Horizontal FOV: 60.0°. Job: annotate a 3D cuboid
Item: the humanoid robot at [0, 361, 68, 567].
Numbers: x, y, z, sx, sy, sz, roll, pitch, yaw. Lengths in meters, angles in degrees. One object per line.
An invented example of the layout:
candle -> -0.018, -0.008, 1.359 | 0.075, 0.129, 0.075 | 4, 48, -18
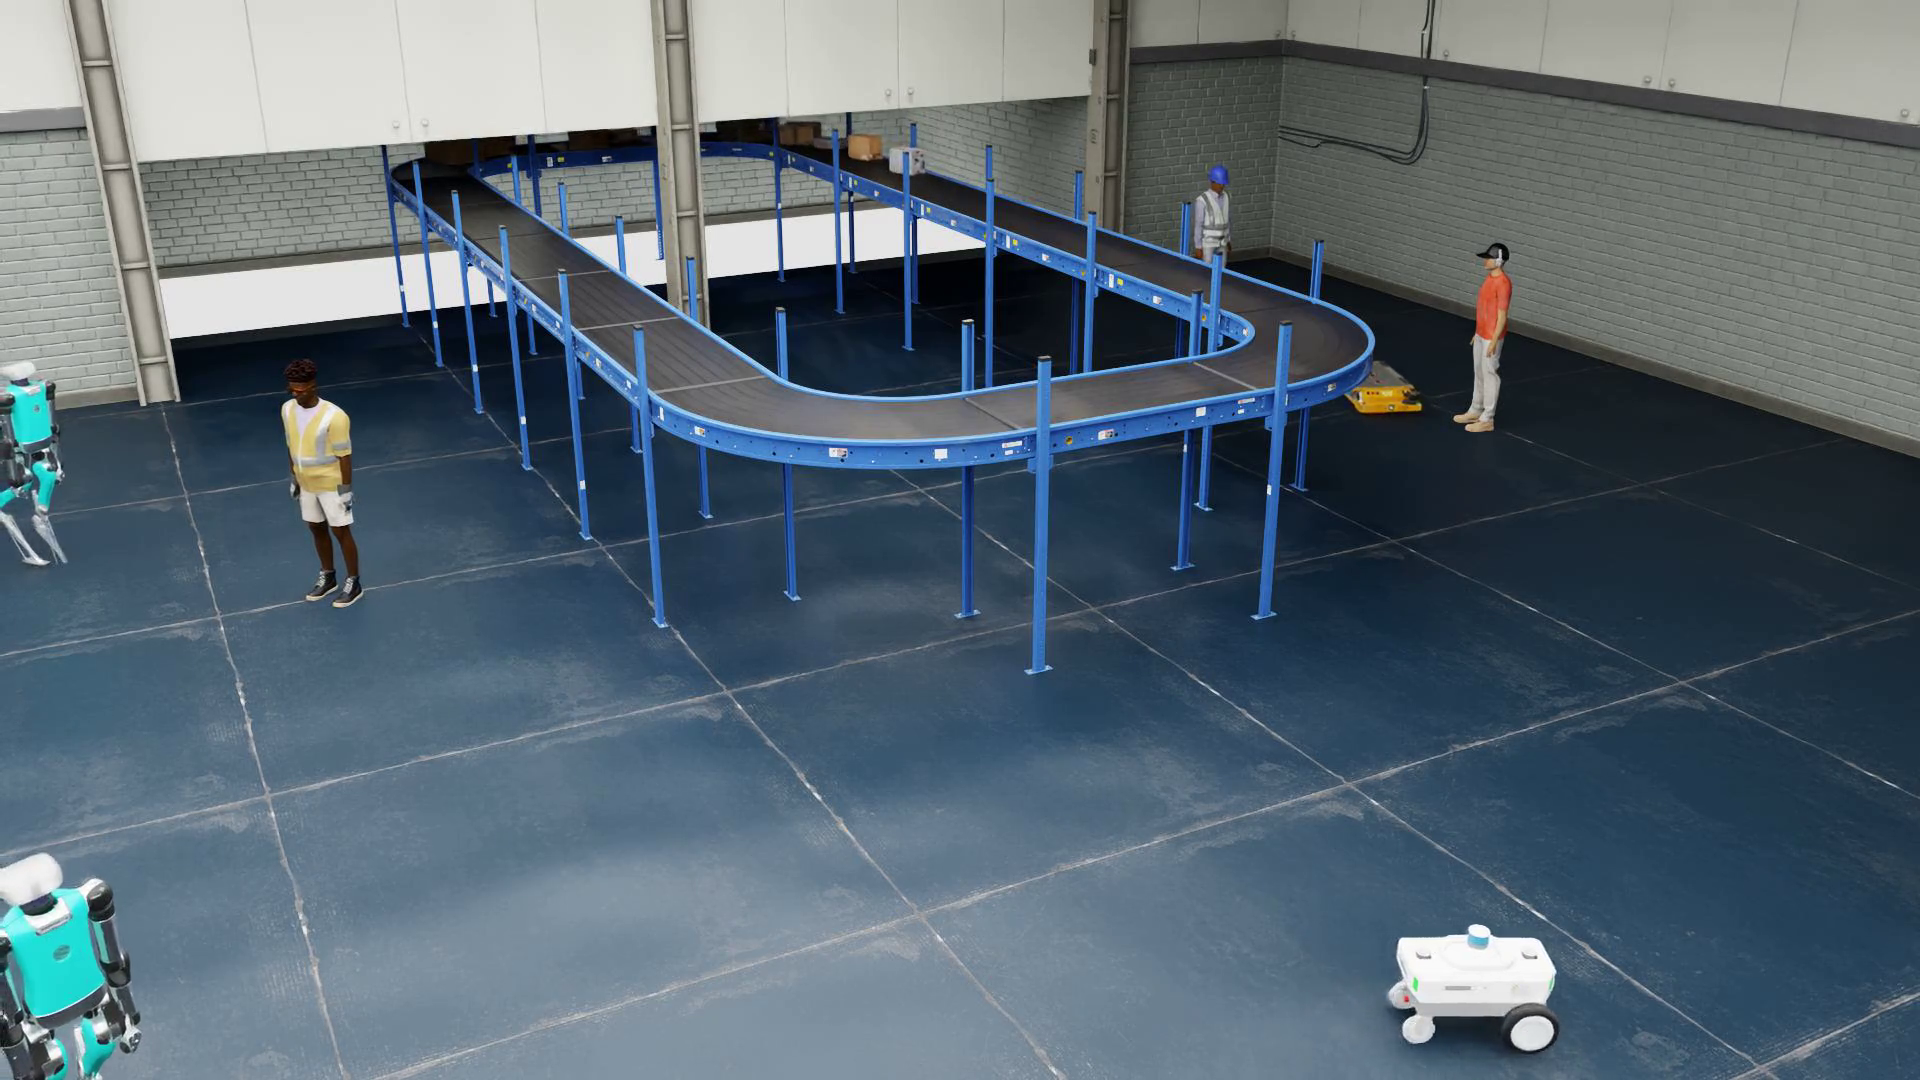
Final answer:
humanoid robot -> -7.557, -0.537, 13.346 | 0.735, 1.856, 0.538 | 7, 23, 17

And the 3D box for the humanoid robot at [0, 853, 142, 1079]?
humanoid robot -> -3.837, 2.035, 6.974 | 0.870, 1.840, 0.558 | 16, 27, 35

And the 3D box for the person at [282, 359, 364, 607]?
person -> -4.888, -0.445, 12.728 | 0.602, 1.958, 0.377 | 10, 24, 23

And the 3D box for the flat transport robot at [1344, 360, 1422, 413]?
flat transport robot -> 4.442, -1.674, 18.012 | 0.659, 0.231, 1.431 | -2, 22, -5

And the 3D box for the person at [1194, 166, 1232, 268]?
person -> 3.182, -3.733, 20.885 | 0.616, 1.936, 0.413 | -17, 27, -35

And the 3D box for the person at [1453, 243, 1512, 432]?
person -> 5.288, -2.039, 16.728 | 0.391, 1.912, 0.477 | -2, 22, -5

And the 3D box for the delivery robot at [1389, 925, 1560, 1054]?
delivery robot -> 2.524, 2.155, 8.143 | 0.757, 0.575, 0.499 | 0, 22, 0
